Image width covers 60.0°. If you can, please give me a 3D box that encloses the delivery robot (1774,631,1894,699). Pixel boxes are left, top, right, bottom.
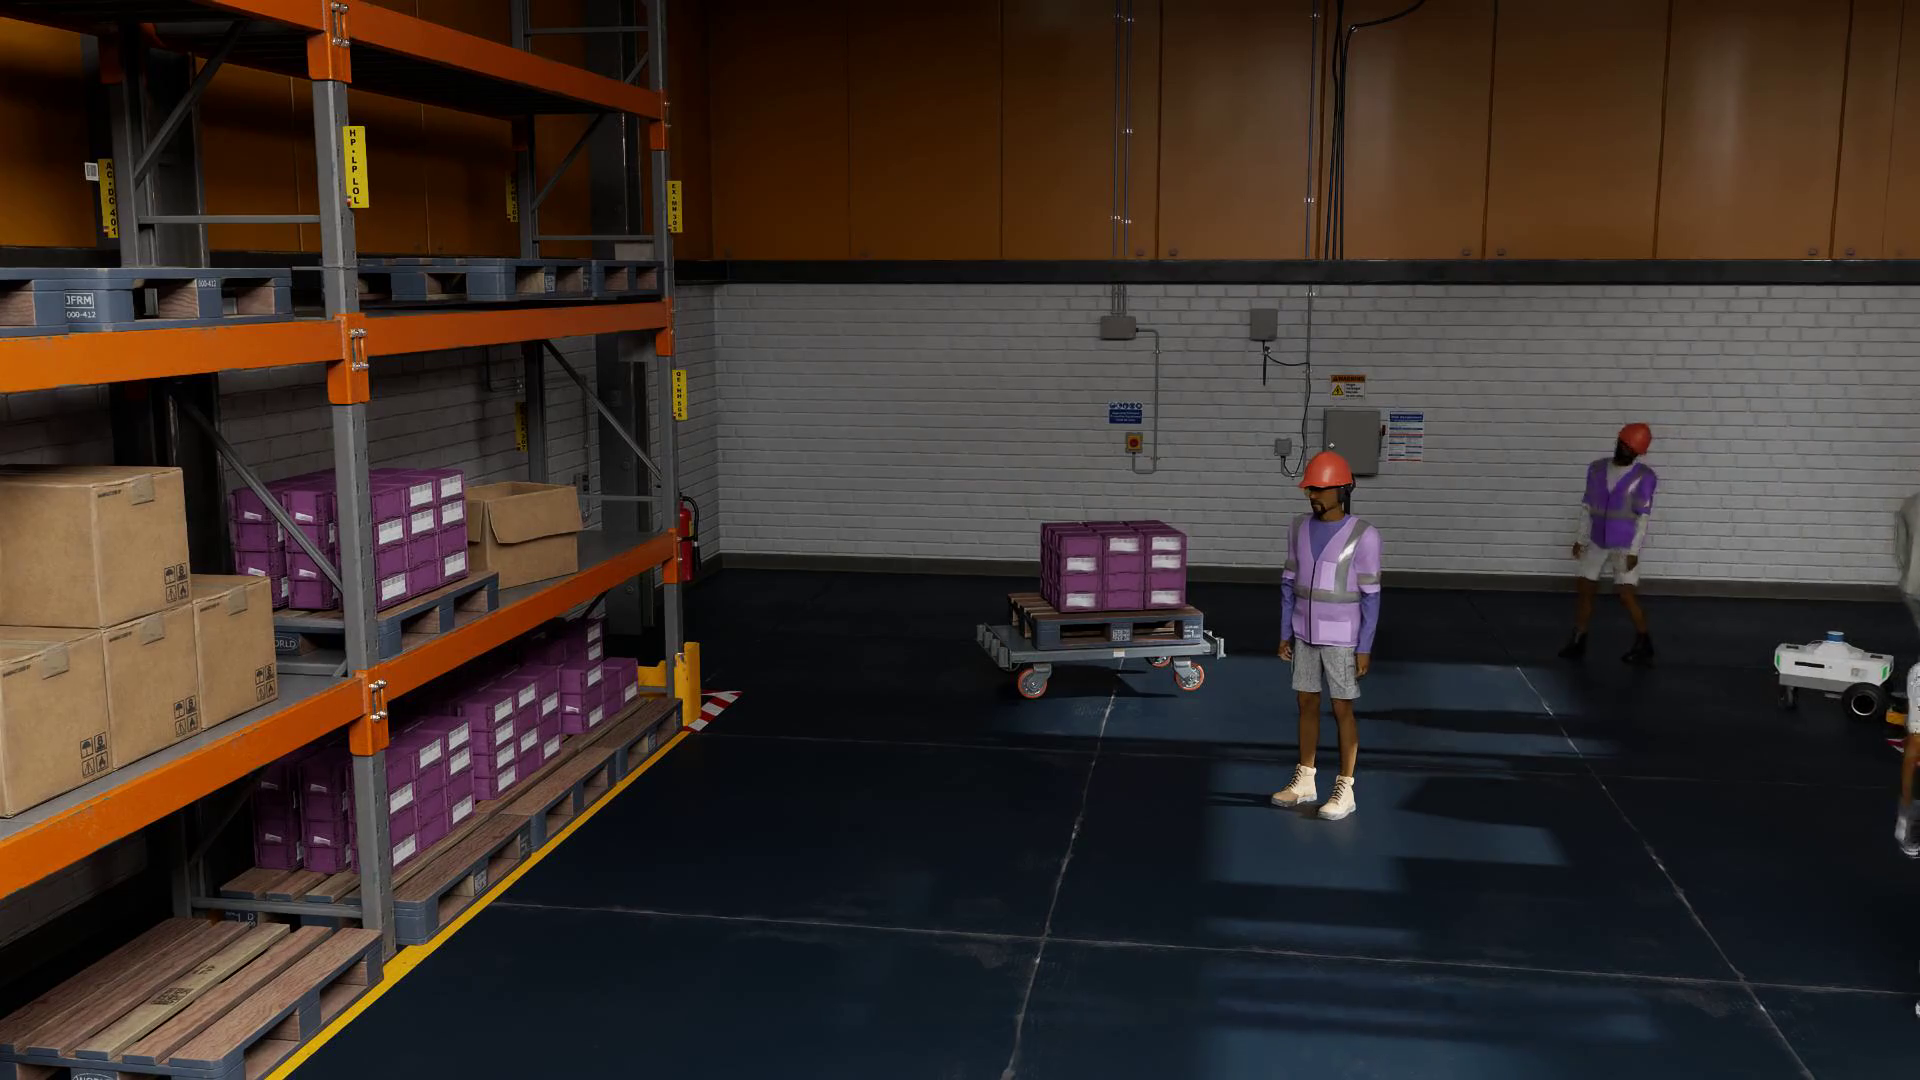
[{"bbox_3d":[5.988,0.870,11.415,0.707,0.478,0.477,6,11,34],"label":"delivery robot"}]

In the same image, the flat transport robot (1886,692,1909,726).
[{"bbox_3d":[6.897,1.157,10.803,1.431,0.197,0.652,8,12,41],"label":"flat transport robot"}]

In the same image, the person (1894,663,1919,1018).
[{"bbox_3d":[3.937,1.073,6.459,0.538,1.854,0.504,4,10,21],"label":"person"}]

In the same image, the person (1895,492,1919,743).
[{"bbox_3d":[6.184,0.376,10.623,0.622,1.911,0.652,-3,10,-18],"label":"person"}]

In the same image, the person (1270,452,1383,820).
[{"bbox_3d":[2.021,0.526,9.245,0.372,2.042,0.615,-8,12,-42],"label":"person"}]

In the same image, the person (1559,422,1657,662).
[{"bbox_3d":[5.084,0.013,12.932,0.497,1.888,0.614,-7,12,-37],"label":"person"}]
